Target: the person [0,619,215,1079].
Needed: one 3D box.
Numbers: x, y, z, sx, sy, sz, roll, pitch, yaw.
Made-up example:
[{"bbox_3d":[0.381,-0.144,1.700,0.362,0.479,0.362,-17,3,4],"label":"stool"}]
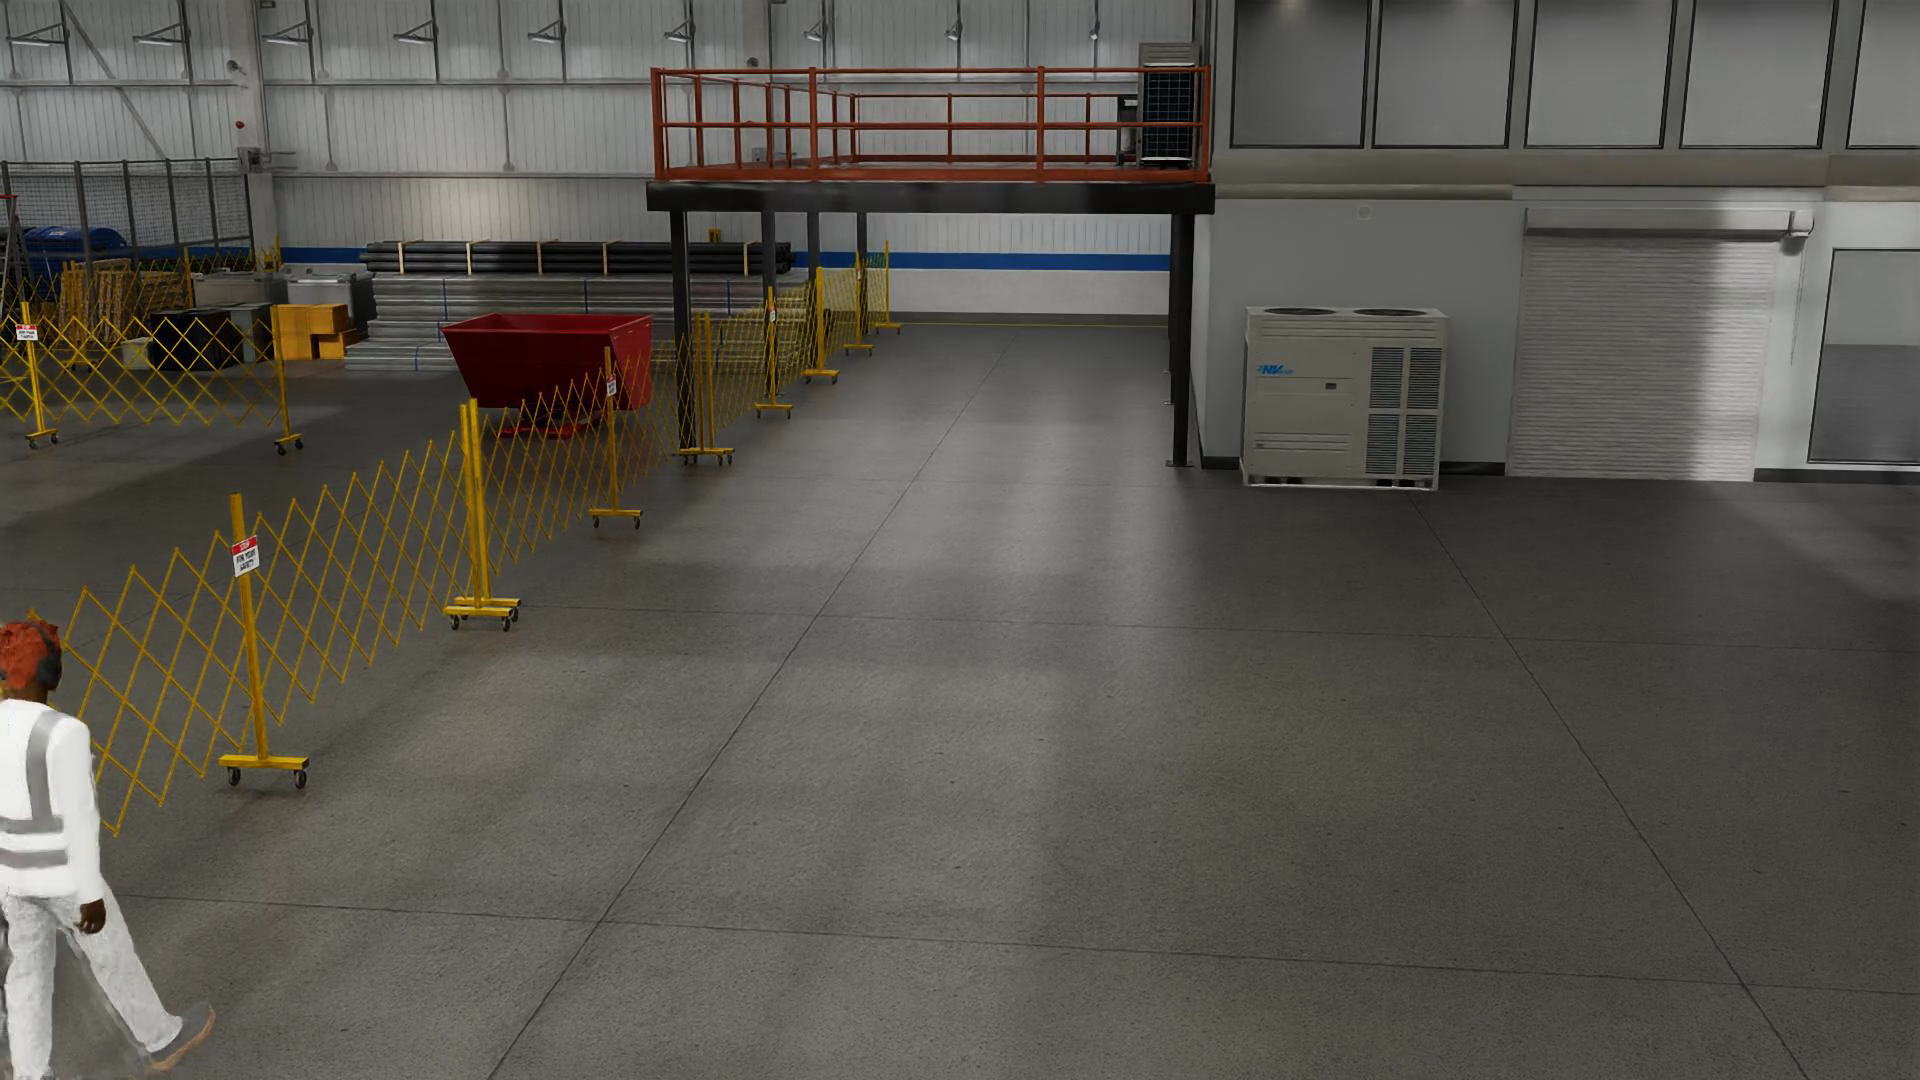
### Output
[{"bbox_3d":[-3.252,1.170,6.123,0.608,1.858,0.790,5,15,20],"label":"person"}]
